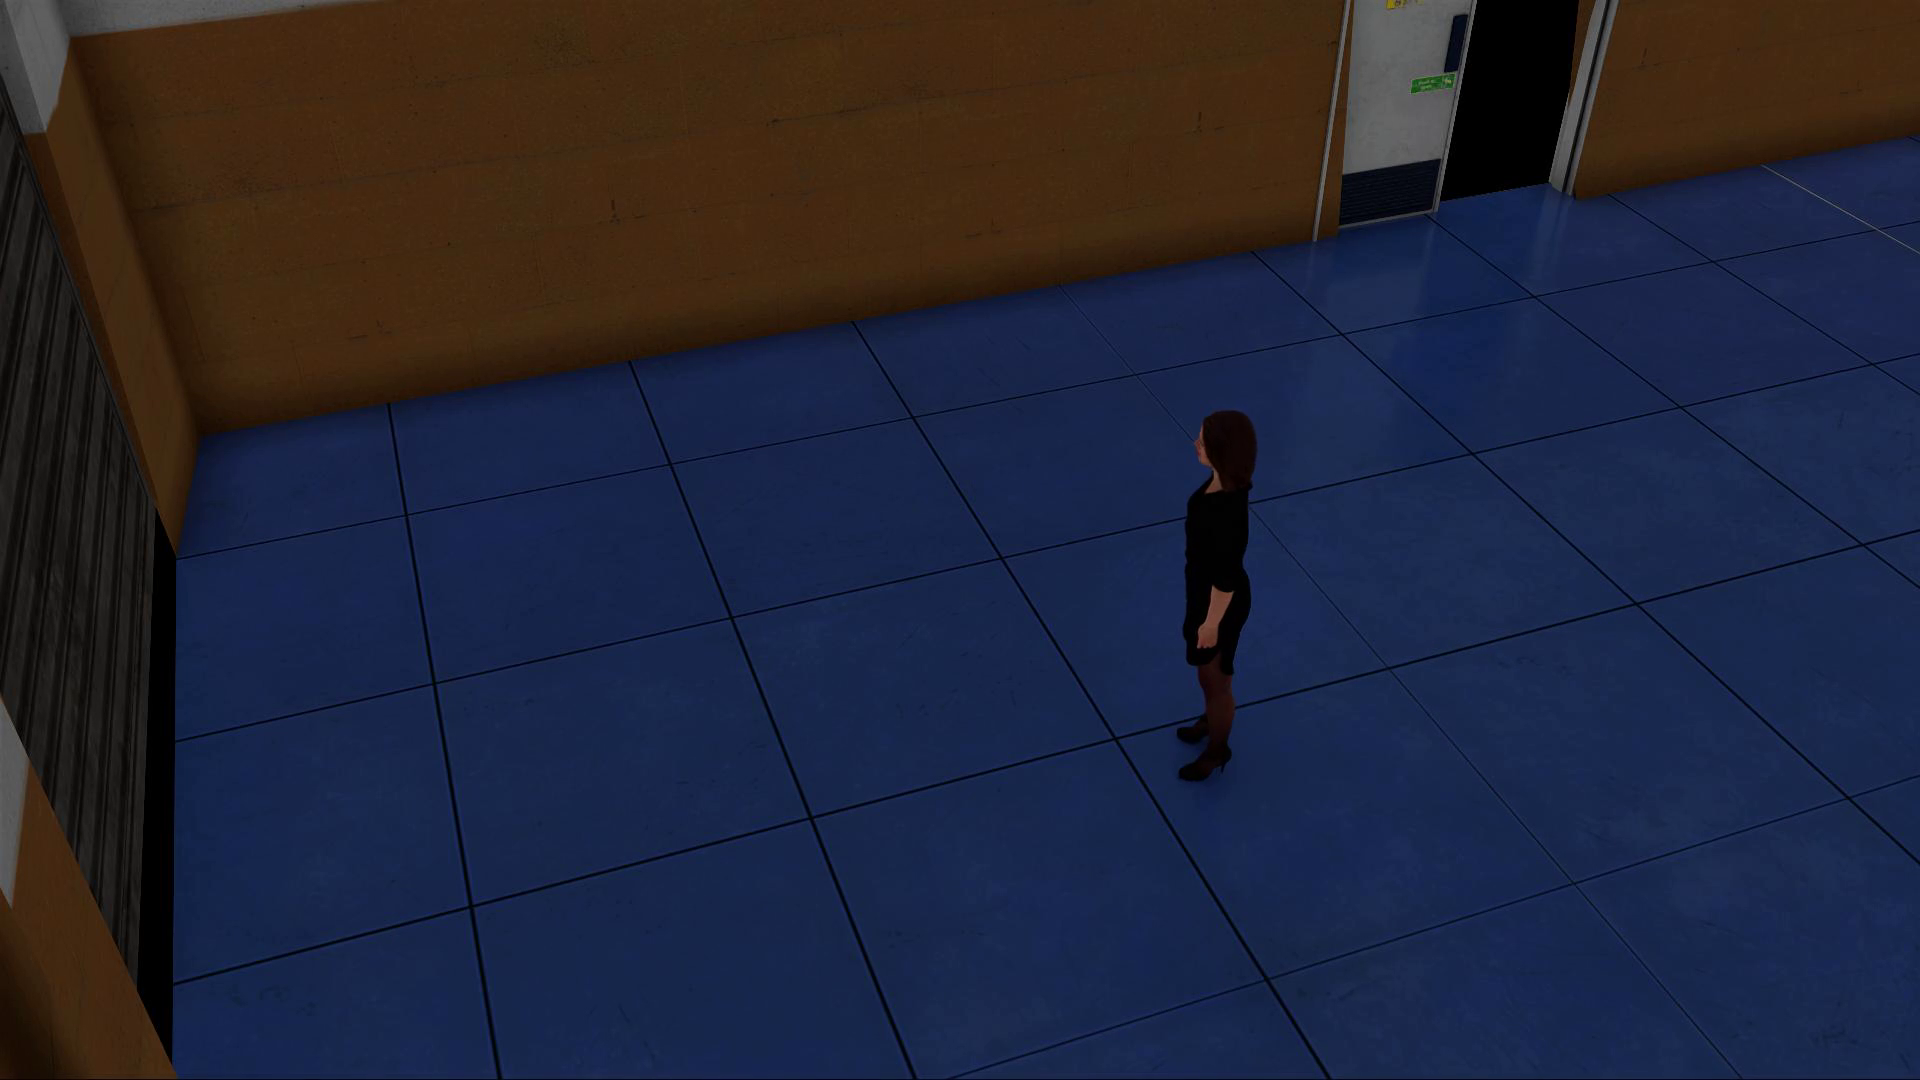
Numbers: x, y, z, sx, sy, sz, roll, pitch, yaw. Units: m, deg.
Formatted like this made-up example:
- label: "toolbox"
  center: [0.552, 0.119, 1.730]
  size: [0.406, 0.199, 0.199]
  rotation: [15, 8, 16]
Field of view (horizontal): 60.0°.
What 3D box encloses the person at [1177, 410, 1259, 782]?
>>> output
- label: "person"
  center: [0.991, 0.233, 6.406]
  size: [0.718, 1.704, 0.586]
  rotation: [4, 37, 5]
